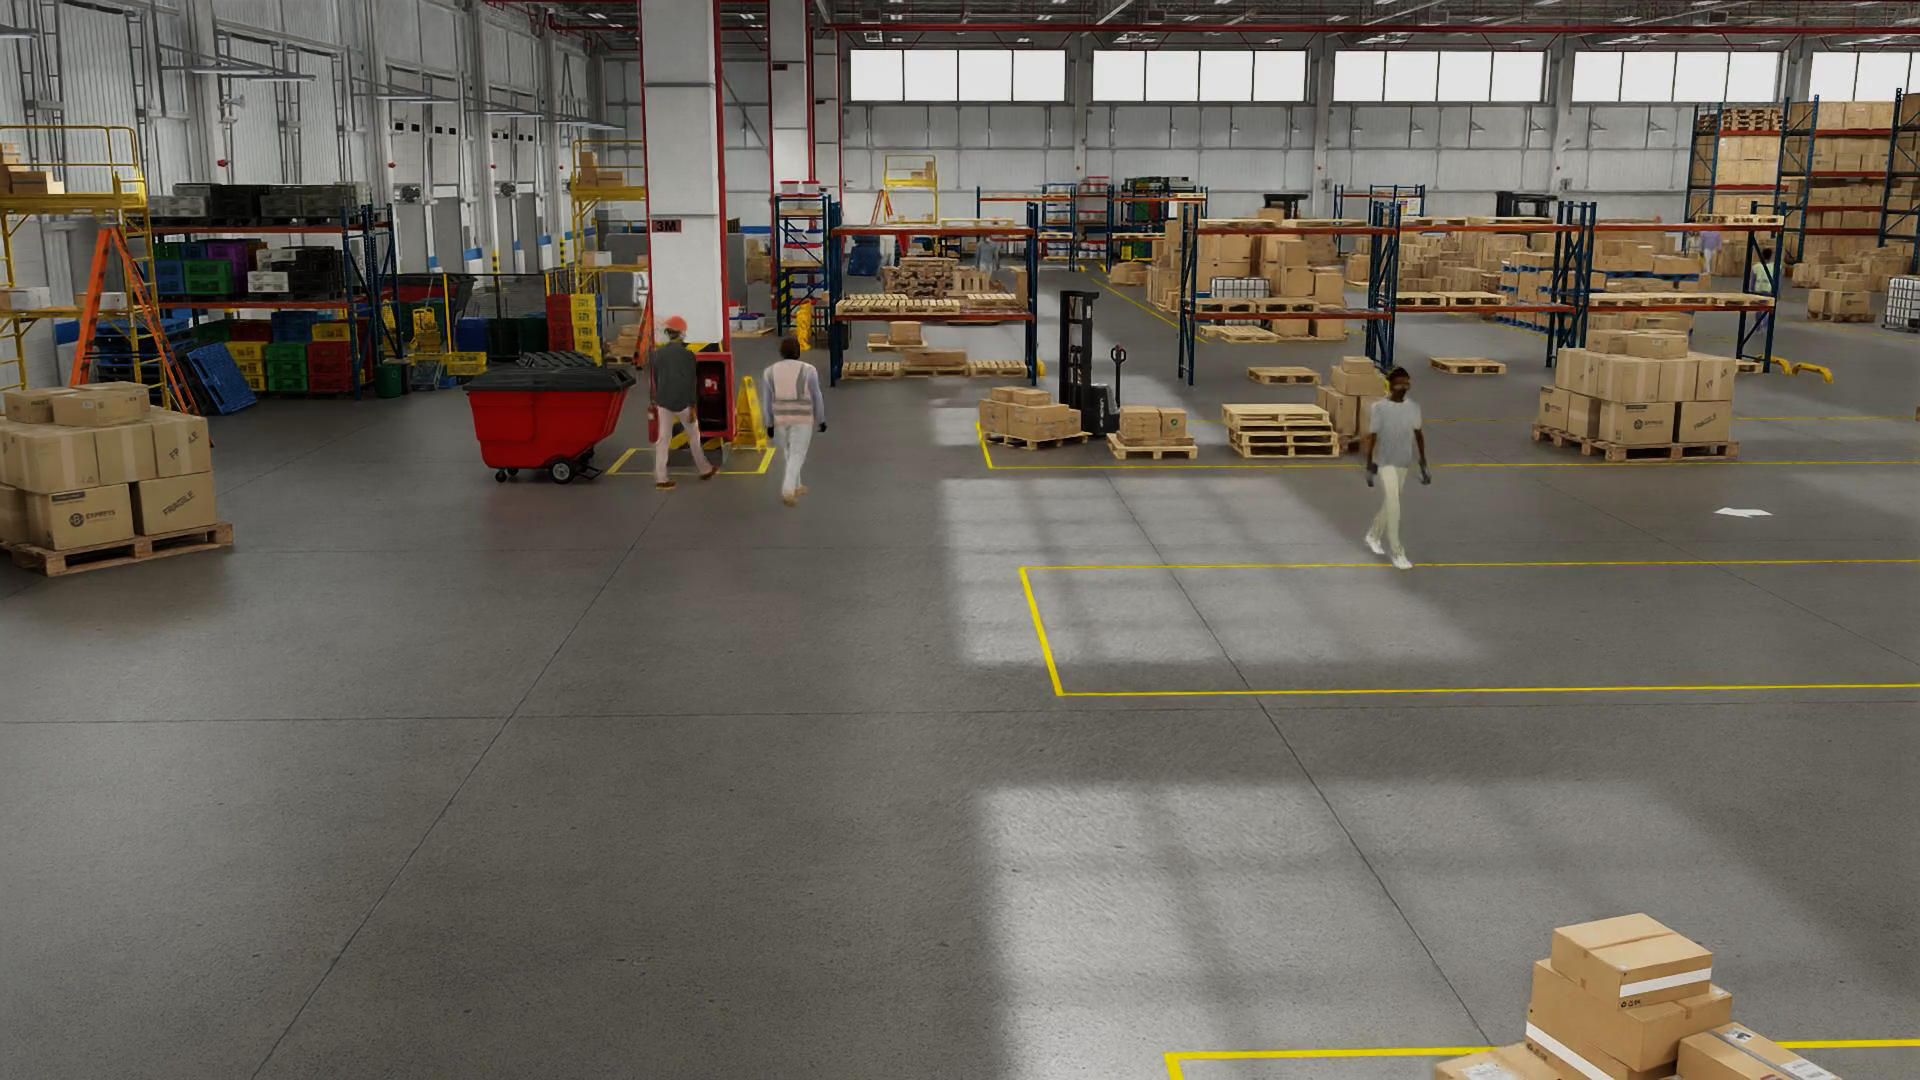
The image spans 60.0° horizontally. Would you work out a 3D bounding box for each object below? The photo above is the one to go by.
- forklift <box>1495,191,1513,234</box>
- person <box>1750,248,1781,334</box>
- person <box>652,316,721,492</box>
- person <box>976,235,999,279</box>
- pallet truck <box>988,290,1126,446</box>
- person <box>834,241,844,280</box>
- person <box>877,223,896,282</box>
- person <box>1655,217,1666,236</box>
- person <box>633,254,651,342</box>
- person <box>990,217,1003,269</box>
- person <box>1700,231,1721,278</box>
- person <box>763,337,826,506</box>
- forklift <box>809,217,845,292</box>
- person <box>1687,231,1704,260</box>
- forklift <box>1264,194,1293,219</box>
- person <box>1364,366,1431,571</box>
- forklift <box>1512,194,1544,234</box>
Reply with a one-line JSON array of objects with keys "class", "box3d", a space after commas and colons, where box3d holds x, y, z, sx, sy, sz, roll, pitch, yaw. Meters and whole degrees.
[{"class": "forklift", "box3d": [20.490, -11.777, 62.896, 1.873, 2.768, 1.129, 0, 12, -2]}, {"class": "person", "box3d": [17.773, -5.497, 36.748, 0.619, 1.905, 0.598, 8, 15, 31]}, {"class": "person", "box3d": [-3.151, -1.567, 18.897, 0.634, 1.942, 1.021, 6, 14, 25]}, {"class": "person", "box3d": [0.770, -7.893, 47.668, 0.645, 1.878, 1.097, -2, 13, -8]}, {"class": "pallet truck", "box3d": [1.257, -2.299, 22.111, 1.885, 1.965, 0.823, -9, 15, -35]}, {"class": "person", "box3d": [-3.382, -7.277, 45.236, 0.716, 1.722, 0.489, -7, 15, -30]}, {"class": "person", "box3d": [-2.375, -9.329, 54.056, 0.636, 1.916, 0.864, -8, 15, -31]}, {"class": "person", "box3d": [25.357, -10.788, 60.565, 0.986, 1.952, 0.617, -10, 16, -39]}, {"class": "person", "box3d": [-6.642, -5.109, 35.149, 0.581, 1.853, 0.926, -11, 16, -40]}, {"class": "person", "box3d": [1.333, -11.048, 61.821, 0.552, 1.917, 0.749, -2, 13, -9]}, {"class": "person", "box3d": [25.442, -9.842, 56.453, 0.637, 1.896, 1.051, 1, 13, 5]}, {"class": "person", "box3d": [-1.821, -1.286, 17.991, 0.630, 1.808, 0.917, 5, 13, 20]}, {"class": "forklift", "box3d": [-4.334, -8.620, 48.638, 1.873, 2.768, 1.129, 0, 12, -2]}, {"class": "person", "box3d": [25.091, -9.792, 56.801, 0.549, 1.619, 0.639, 4, 13, 18]}, {"class": "forklift", "box3d": [10.549, -10.123, 55.428, 1.129, 2.768, 1.873, 11, 17, 42]}, {"class": "person", "box3d": [3.985, -0.696, 15.273, 0.536, 1.830, 0.951, -4, 13, -17]}, {"class": "forklift", "box3d": [18.498, -9.895, 54.395, 1.129, 2.768, 1.873, -1, 13, -3]}]
